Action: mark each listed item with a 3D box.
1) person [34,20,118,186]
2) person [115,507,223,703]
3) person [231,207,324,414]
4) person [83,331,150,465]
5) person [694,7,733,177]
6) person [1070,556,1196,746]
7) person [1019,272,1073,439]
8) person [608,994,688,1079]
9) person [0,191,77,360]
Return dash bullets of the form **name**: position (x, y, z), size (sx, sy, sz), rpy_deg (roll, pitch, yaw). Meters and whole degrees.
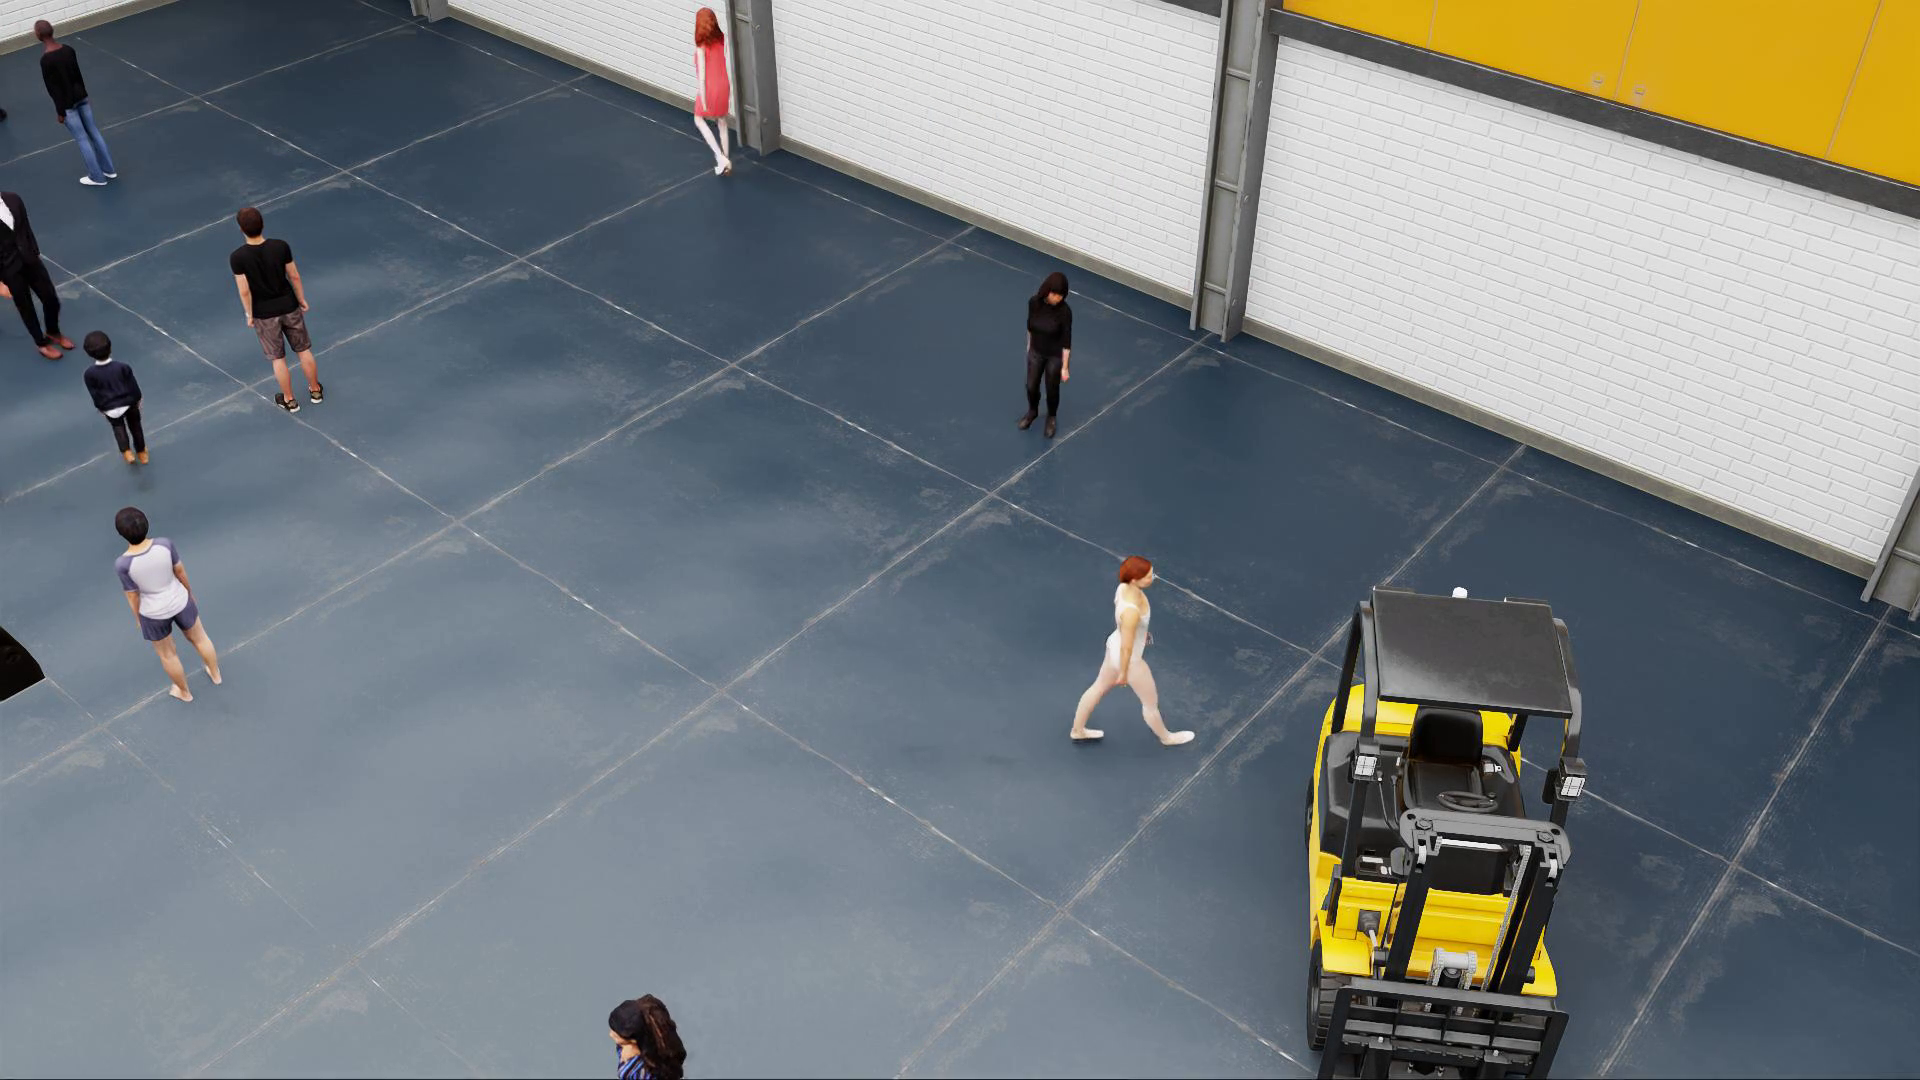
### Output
- **person**: position (-9.201, -4.537, 17.251), size (0.669, 1.748, 0.672), rpy_deg (11, 40, 13)
- **person**: position (-5.361, 0.424, 11.186), size (0.523, 1.565, 0.565), rpy_deg (29, 47, 32)
- **person**: position (-5.718, -1.926, 13.891), size (0.720, 1.862, 0.663), rpy_deg (-25, 45, -28)
- **person**: position (-6.772, -1.110, 13.385), size (0.573, 1.218, 0.596), rpy_deg (-15, 41, -18)
- **person**: position (-2.492, -4.617, 17.298), size (0.620, 1.815, 0.595), rpy_deg (26, 45, 29)
- **person**: position (0.994, 0.752, 10.747), size (1.078, 1.599, 1.002), rpy_deg (-2, 39, -3)
- **person**: position (0.723, -1.550, 13.621), size (0.642, 1.610, 0.752), rpy_deg (26, 45, 29)
- **person**: position (-1.412, 2.766, 8.225), size (0.904, 1.600, 0.852), rpy_deg (-8, 39, -10)
- **person**: position (-8.295, -2.424, 14.509), size (0.633, 1.869, 0.737), rpy_deg (21, 43, 24)
